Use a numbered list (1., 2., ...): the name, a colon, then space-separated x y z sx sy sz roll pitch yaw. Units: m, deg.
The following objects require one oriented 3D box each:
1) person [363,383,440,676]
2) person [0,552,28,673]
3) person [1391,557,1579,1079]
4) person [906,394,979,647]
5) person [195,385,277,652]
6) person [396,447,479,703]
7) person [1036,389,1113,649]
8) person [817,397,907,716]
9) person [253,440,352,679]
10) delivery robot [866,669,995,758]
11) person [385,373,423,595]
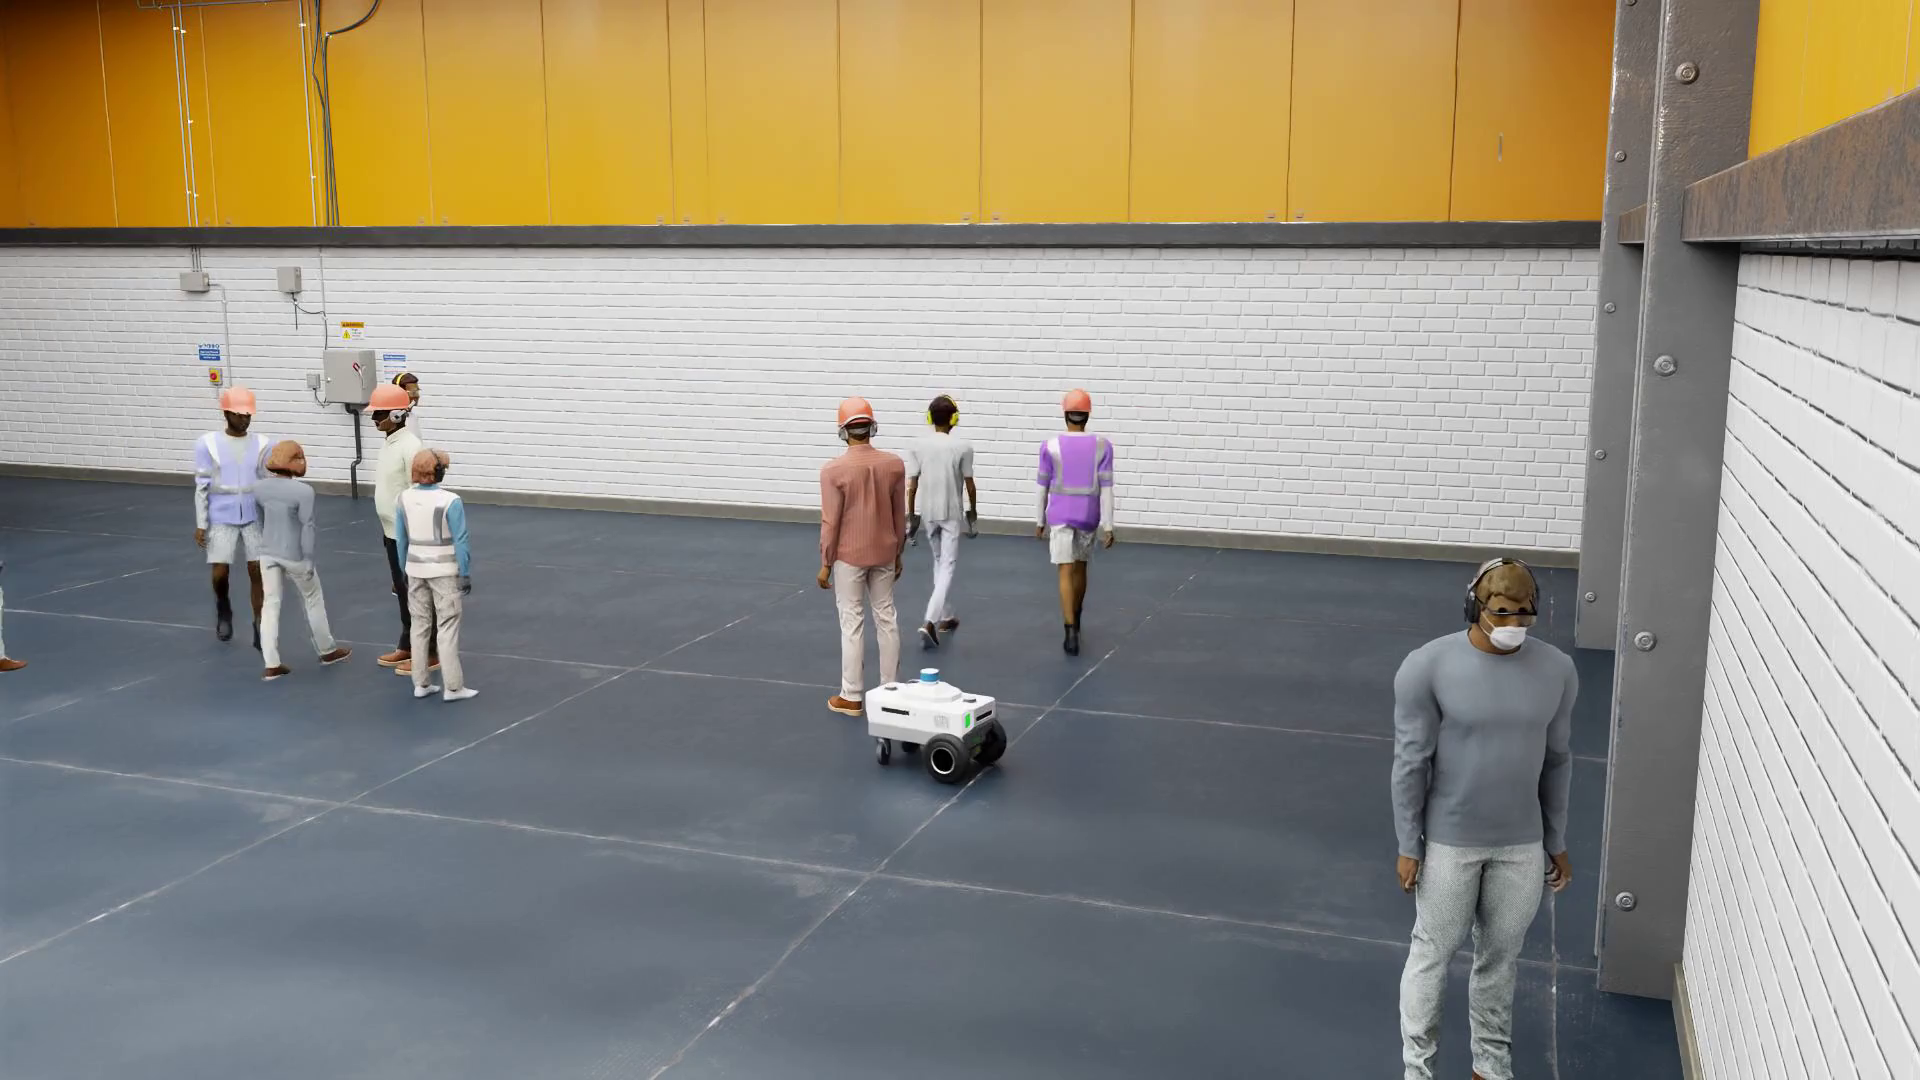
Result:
1. person: -3.820 -0.074 11.367 0.397 1.992 0.621 -8 13 -36
2. person: -6.700 0.031 11.189 0.545 1.847 0.620 4 11 24
3. person: 1.727 0.999 5.499 0.627 1.934 0.372 -2 10 -9
4. person: -0.155 -0.152 12.282 0.507 1.835 0.904 4 11 21
5. person: -5.213 -0.157 12.022 0.603 1.924 0.554 -7 12 -33
6. person: -3.372 0.226 10.678 0.523 1.638 0.310 4 11 20
7. person: 0.839 -0.162 12.226 0.553 1.885 1.017 -1 10 -4
8. person: -0.616 0.102 10.398 0.608 1.987 0.391 -7 12 -33
9. person: -4.554 0.113 11.400 0.517 1.598 0.766 3 10 14
10. delivery robot: -0.172 0.964 9.310 0.707 0.478 0.477 6 11 29
11. person: -4.617 -0.468 13.937 0.323 1.870 0.518 1 10 7
